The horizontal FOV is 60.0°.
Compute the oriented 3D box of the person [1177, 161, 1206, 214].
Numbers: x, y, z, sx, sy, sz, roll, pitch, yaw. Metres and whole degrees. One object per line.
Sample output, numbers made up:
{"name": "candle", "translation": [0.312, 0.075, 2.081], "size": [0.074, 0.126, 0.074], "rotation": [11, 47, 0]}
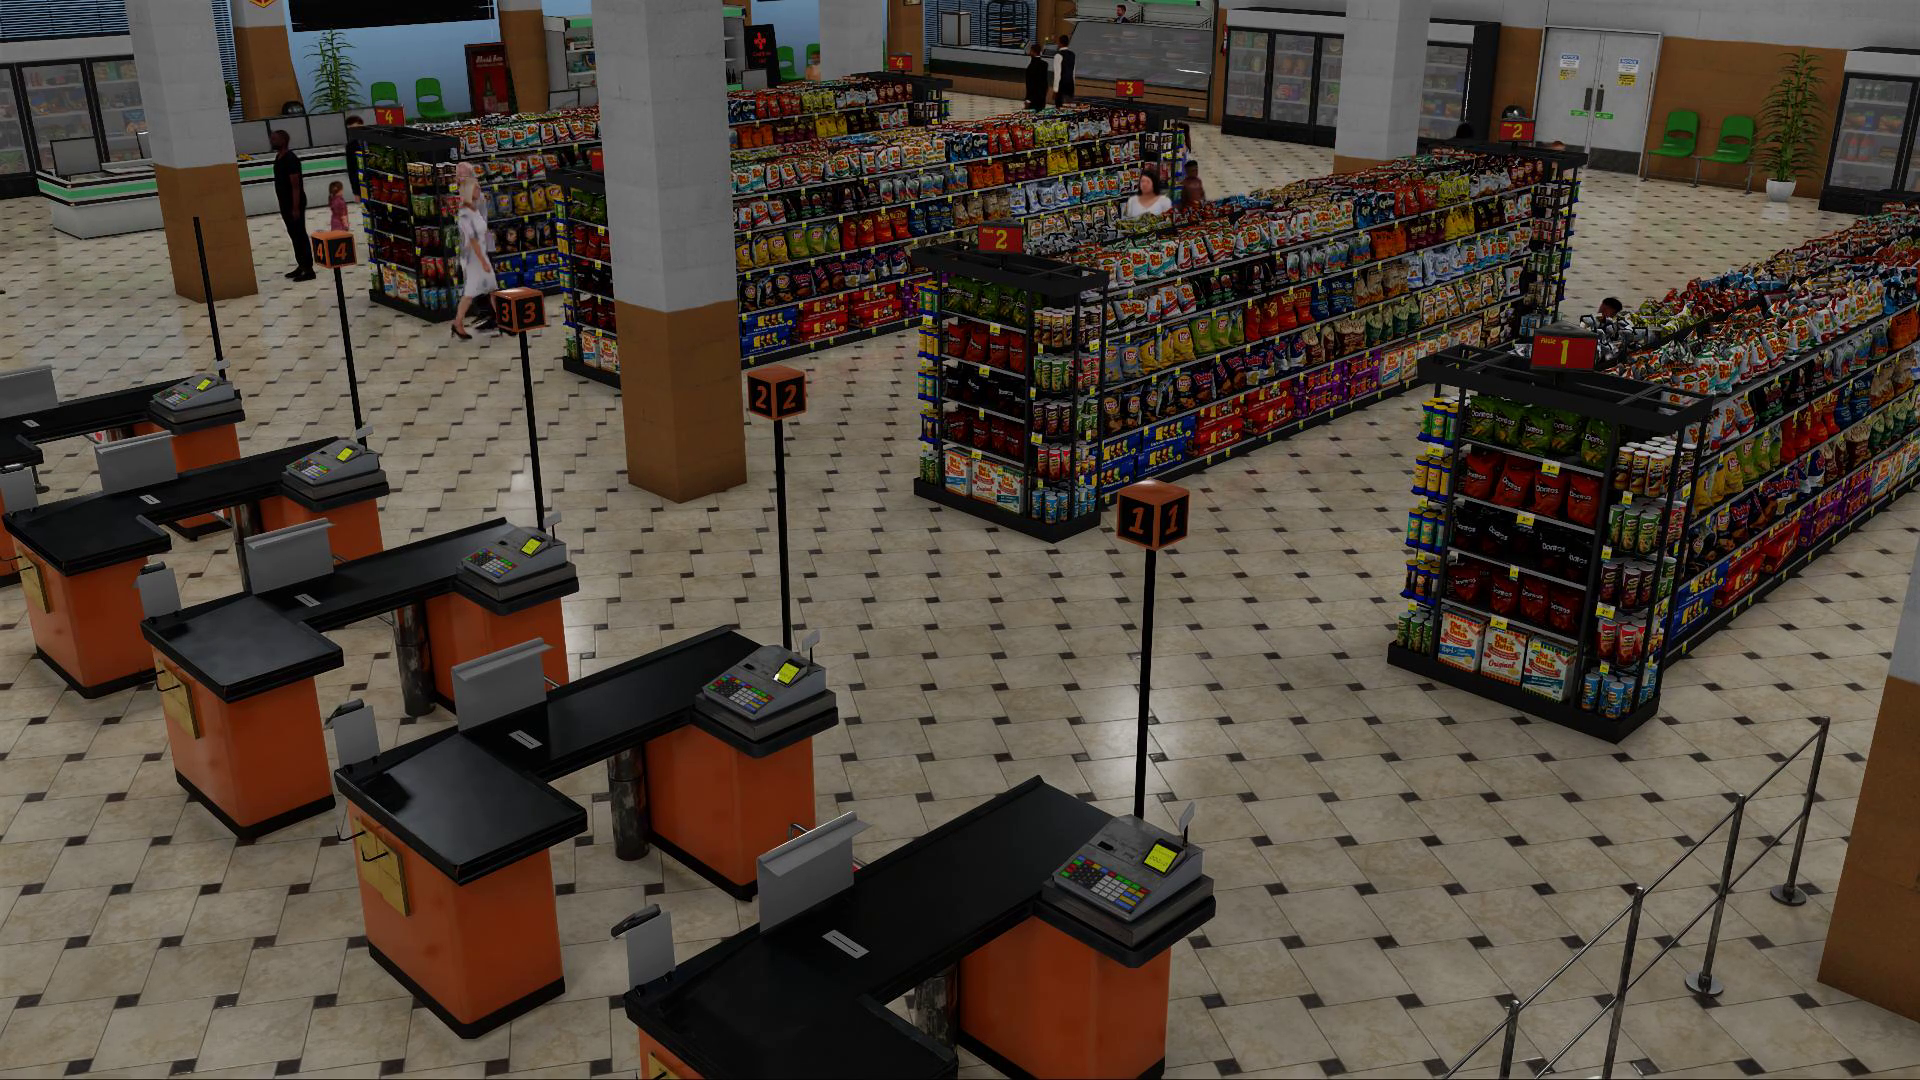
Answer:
{"name": "person", "translation": [2.958, -4.325, 21.692], "size": [0.693, 1.237, 0.653], "rotation": [-16, 27, -34]}

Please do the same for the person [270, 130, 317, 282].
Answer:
{"name": "person", "translation": [-8.161, -4.089, 20.351], "size": [0.593, 1.798, 0.685], "rotation": [-17, 27, -35]}

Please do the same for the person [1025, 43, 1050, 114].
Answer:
{"name": "person", "translation": [1.356, -7.822, 29.503], "size": [0.769, 1.902, 0.579], "rotation": [15, 26, 32]}

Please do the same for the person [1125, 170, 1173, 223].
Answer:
{"name": "person", "translation": [2.139, -3.299, 18.600], "size": [0.892, 1.639, 1.162], "rotation": [11, 24, 26]}

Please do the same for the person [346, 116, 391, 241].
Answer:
{"name": "person", "translation": [-7.501, -4.487, 21.269], "size": [0.934, 1.853, 0.952], "rotation": [-11, 24, -25]}

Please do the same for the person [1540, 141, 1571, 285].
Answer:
{"name": "person", "translation": [6.868, -3.742, 19.446], "size": [0.618, 1.829, 0.710], "rotation": [-4, 22, -10]}

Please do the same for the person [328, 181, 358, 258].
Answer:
{"name": "person", "translation": [-8.053, -4.112, 21.471], "size": [0.483, 1.006, 0.672], "rotation": [15, 27, 34]}

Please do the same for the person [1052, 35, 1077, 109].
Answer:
{"name": "person", "translation": [1.938, -8.399, 30.917], "size": [0.525, 1.918, 0.753], "rotation": [-18, 28, -38]}

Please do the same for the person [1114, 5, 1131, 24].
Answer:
{"name": "person", "translation": [3.717, -11.425, 38.514], "size": [0.614, 1.868, 0.564], "rotation": [20, 30, 41]}

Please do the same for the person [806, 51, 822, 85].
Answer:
{"name": "person", "translation": [-2.493, -7.918, 29.966], "size": [0.897, 1.734, 1.031], "rotation": [7, 23, 17]}

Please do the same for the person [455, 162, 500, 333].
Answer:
{"name": "person", "translation": [-5.158, -3.192, 18.089], "size": [0.738, 1.821, 0.780], "rotation": [-13, 25, -29]}

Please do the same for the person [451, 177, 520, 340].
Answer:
{"name": "person", "translation": [-5.208, -2.947, 17.618], "size": [0.999, 1.717, 0.968], "rotation": [1, 22, 3]}

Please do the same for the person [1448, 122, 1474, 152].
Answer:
{"name": "person", "translation": [6.592, -4.684, 22.095], "size": [1.120, 1.602, 0.750], "rotation": [-15, 26, -32]}
